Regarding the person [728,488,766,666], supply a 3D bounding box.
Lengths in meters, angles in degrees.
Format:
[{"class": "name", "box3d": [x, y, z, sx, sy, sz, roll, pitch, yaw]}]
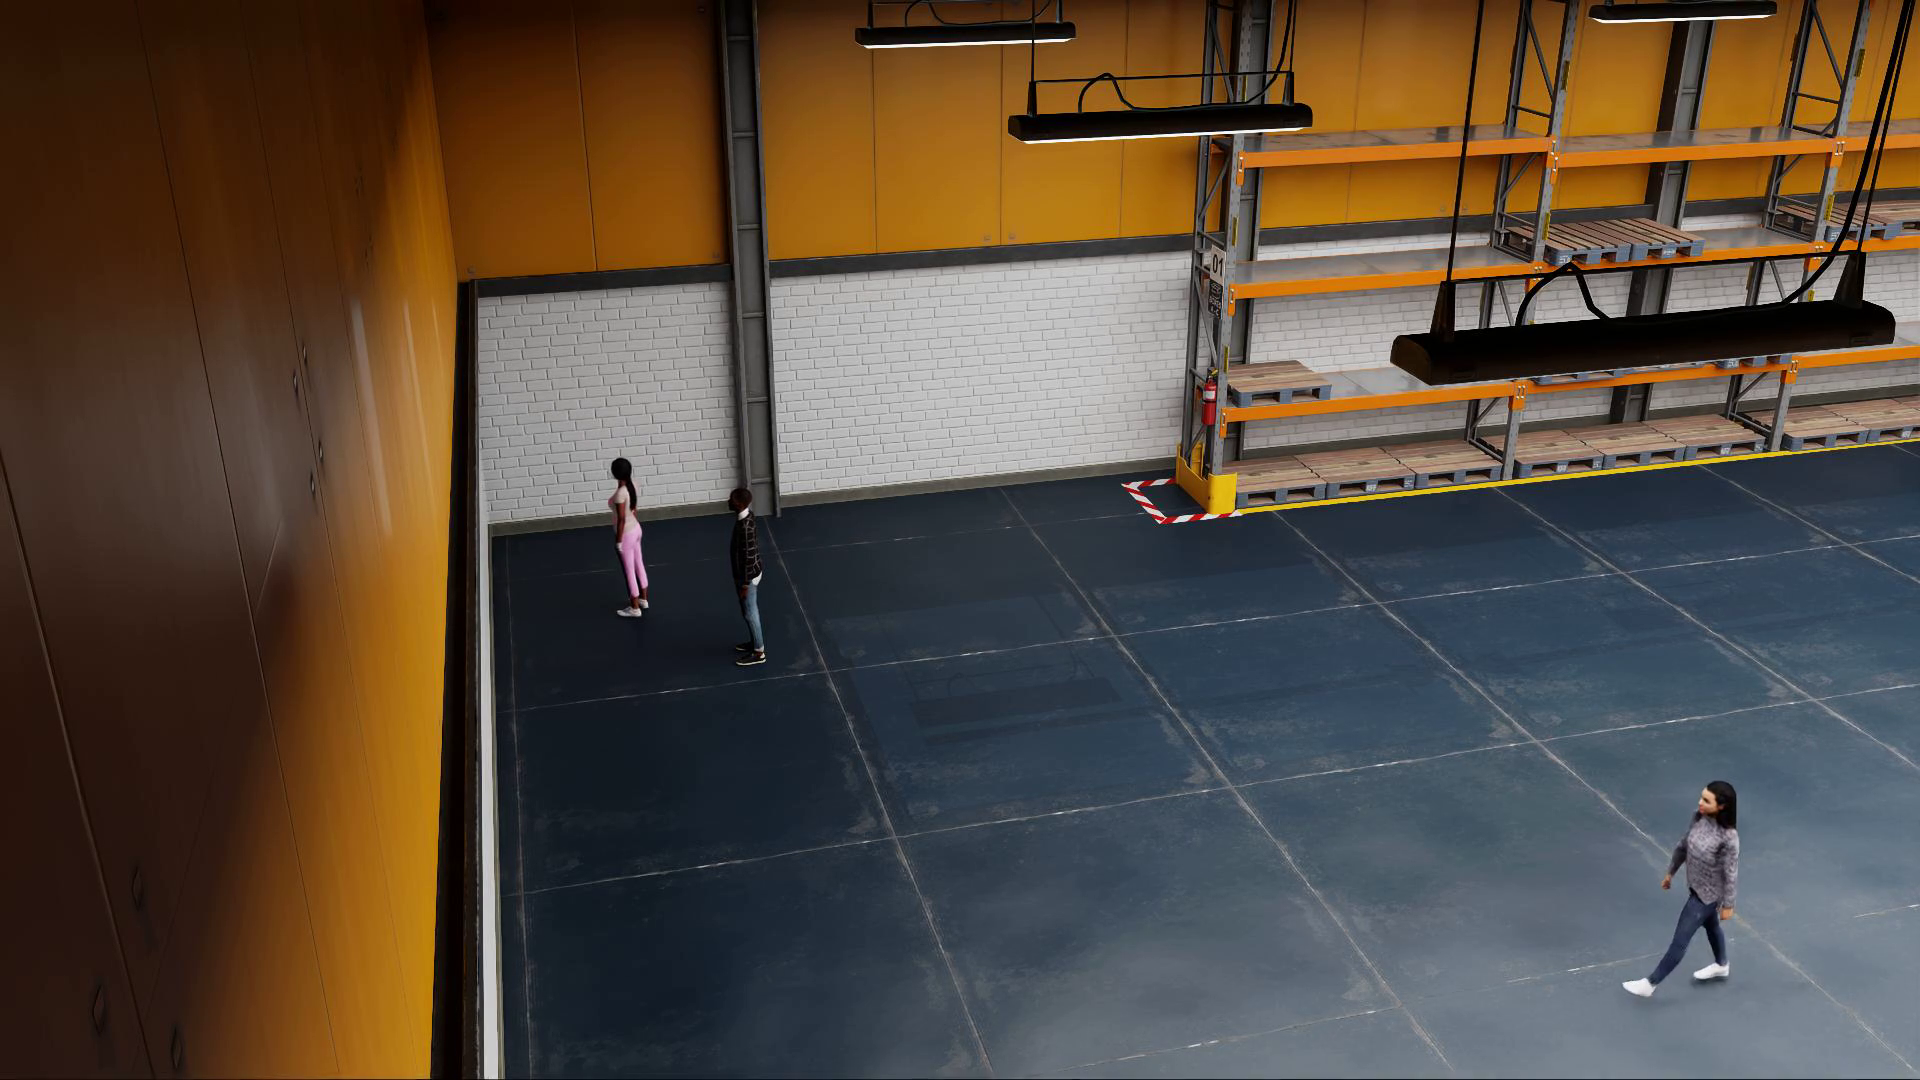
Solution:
[{"class": "person", "box3d": [-2.082, 0.338, 16.311, 0.587, 1.820, 0.700, -3, 24, -6]}]

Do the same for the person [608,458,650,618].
[{"class": "person", "box3d": [-3.443, -0.042, 17.276, 0.665, 1.744, 0.656, 6, 24, 13]}]

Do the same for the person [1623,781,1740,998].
[{"class": "person", "box3d": [5.302, 2.449, 11.658, 1.164, 1.680, 0.716, -4, 24, -9]}]
